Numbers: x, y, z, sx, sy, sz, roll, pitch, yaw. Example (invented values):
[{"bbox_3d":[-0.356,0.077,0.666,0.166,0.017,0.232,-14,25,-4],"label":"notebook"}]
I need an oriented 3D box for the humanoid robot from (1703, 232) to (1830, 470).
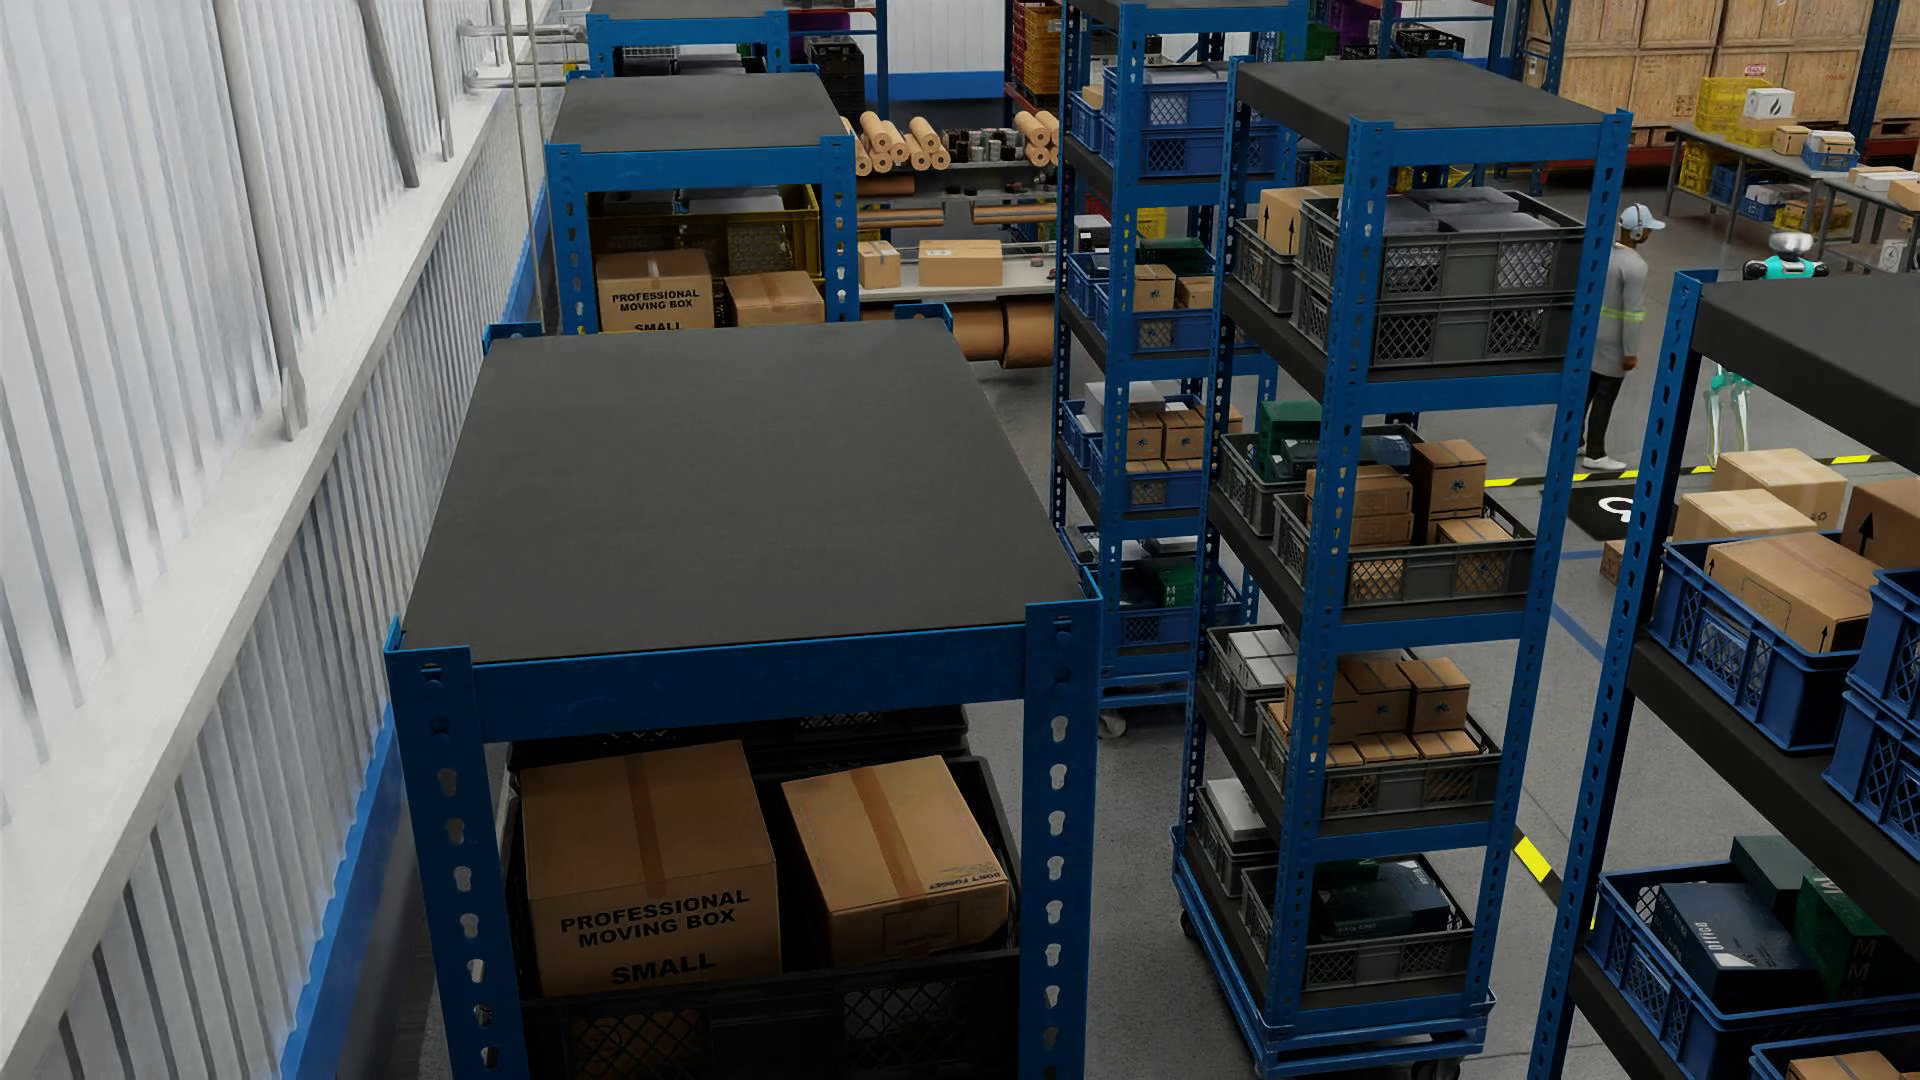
[{"bbox_3d":[5.346,-1.312,11.229,0.533,1.681,0.735,1,25,1],"label":"humanoid robot"}]

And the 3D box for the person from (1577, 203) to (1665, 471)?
[{"bbox_3d":[4.506,-1.397,11.439,0.398,1.851,0.593,-4,25,-9],"label":"person"}]
